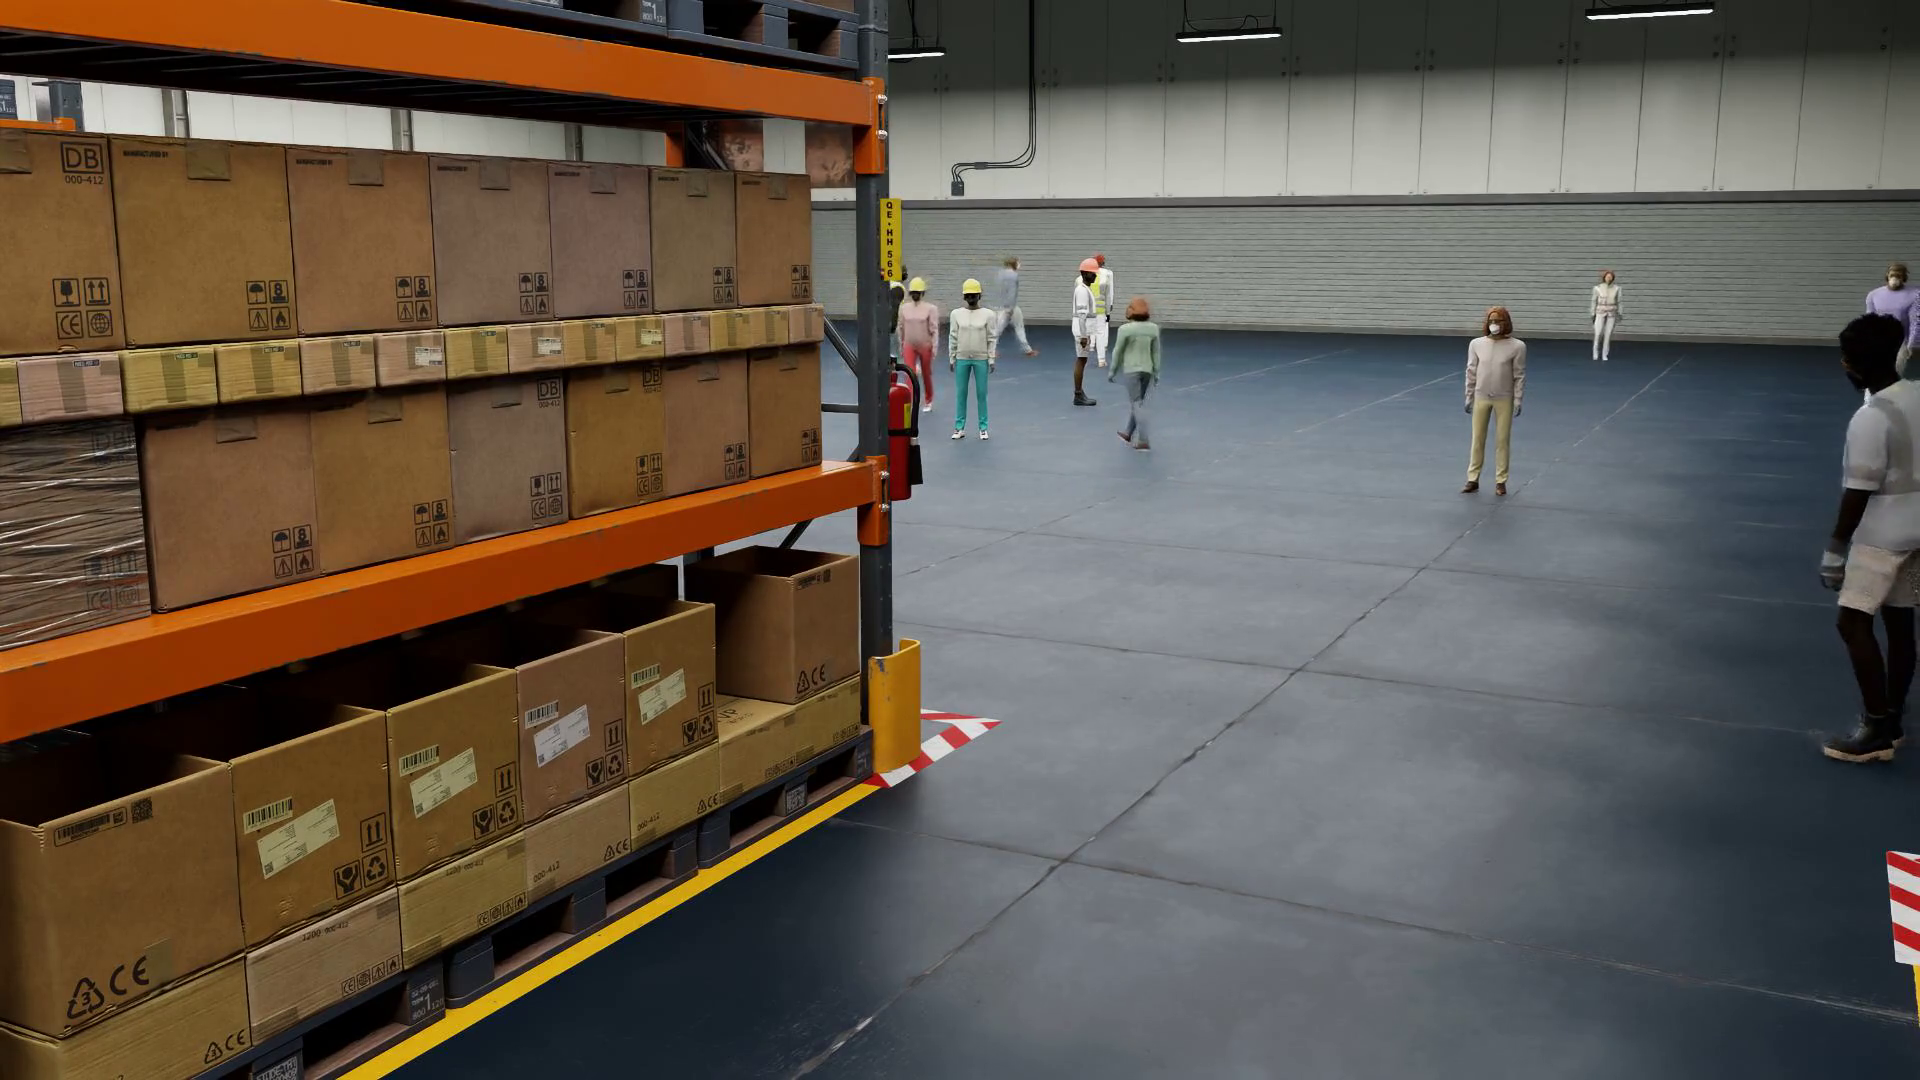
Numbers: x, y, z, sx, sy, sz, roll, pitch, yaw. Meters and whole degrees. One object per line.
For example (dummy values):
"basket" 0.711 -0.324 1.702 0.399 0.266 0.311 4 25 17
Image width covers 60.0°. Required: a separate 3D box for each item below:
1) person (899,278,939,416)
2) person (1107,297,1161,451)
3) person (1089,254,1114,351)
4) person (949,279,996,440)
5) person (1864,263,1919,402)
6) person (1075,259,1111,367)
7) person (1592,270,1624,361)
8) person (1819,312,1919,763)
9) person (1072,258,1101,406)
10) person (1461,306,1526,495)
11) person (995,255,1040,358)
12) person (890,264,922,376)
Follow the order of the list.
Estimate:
"person" -0.505 -2.424 20.853 0.532 1.717 0.943 2 11 12
"person" 1.822 -1.752 17.527 0.503 1.591 0.841 -6 12 -28
"person" 2.690 -4.604 32.283 0.580 1.883 0.352 -1 10 -3
"person" 0.134 -1.984 18.315 0.525 1.769 0.315 2 11 8
"person" 10.945 -2.290 19.590 0.633 1.912 0.818 8 13 38
"person" 2.272 -3.871 28.413 0.621 1.838 0.429 2 11 10
"person" 11.572 -4.002 29.730 0.524 1.620 0.553 2 11 13
"person" 4.015 -0.020 7.195 0.713 1.926 0.368 -7 13 -34
"person" 1.671 -2.750 22.028 0.376 1.934 0.547 2 11 8
"person" 4.628 -1.204 14.417 0.501 1.633 0.285 6 12 31
"person" 0.932 -4.255 30.379 1.015 1.886 0.650 -3 11 -18
"person" -1.013 -3.504 26.546 0.972 1.799 0.625 -2 11 -12
